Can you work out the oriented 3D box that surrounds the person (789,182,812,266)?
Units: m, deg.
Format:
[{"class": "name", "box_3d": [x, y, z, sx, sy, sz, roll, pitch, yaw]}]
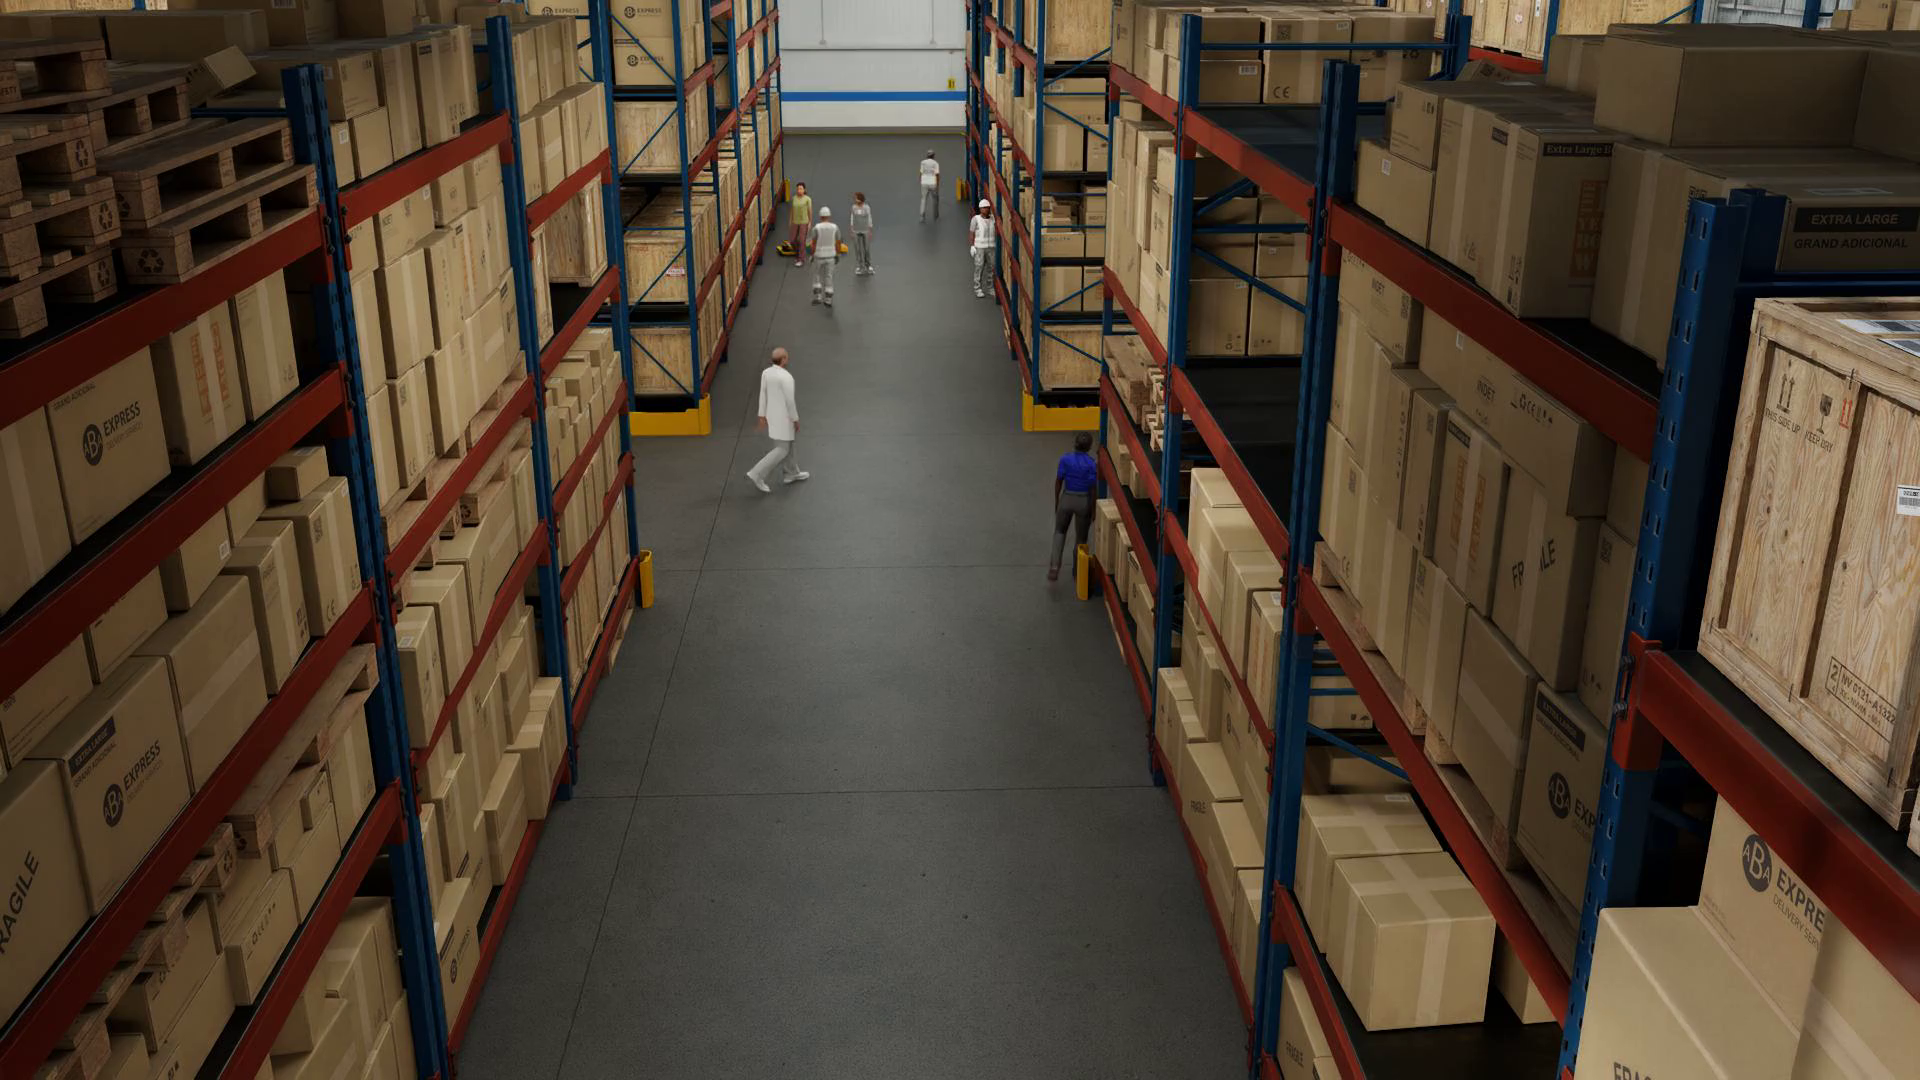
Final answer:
[{"class": "person", "box_3d": [-3.248, -6.439, 33.863, 0.463, 1.670, 0.552, 5, 21, 14]}]

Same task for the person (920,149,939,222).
[{"class": "person", "box_3d": [-0.716, -8.317, 38.949, 0.486, 1.616, 1.038, 3, 21, 8]}]

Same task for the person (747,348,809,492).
[{"class": "person", "box_3d": [-2.262, -1.496, 20.516, 0.977, 1.755, 0.577, -14, 25, -33]}]

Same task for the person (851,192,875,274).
[{"class": "person", "box_3d": [-1.943, -6.111, 33.114, 0.460, 1.616, 0.374, 3, 21, 7]}]

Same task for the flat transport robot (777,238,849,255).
[{"class": "flat transport robot", "box_3d": [-3.145, -6.241, 35.455, 1.431, 0.260, 0.659, -6, 21, -15]}]

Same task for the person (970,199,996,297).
[{"class": "person", "box_3d": [0.484, -5.459, 31.095, 0.555, 1.789, 0.392, -10, 23, -24]}]

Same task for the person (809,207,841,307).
[{"class": "person", "box_3d": [-2.456, -5.144, 30.182, 0.596, 1.784, 0.421, -4, 21, -11]}]

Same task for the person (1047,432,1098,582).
[{"class": "person", "box_3d": [1.204, -0.328, 17.484, 0.485, 1.652, 0.584, 6, 21, 16]}]
